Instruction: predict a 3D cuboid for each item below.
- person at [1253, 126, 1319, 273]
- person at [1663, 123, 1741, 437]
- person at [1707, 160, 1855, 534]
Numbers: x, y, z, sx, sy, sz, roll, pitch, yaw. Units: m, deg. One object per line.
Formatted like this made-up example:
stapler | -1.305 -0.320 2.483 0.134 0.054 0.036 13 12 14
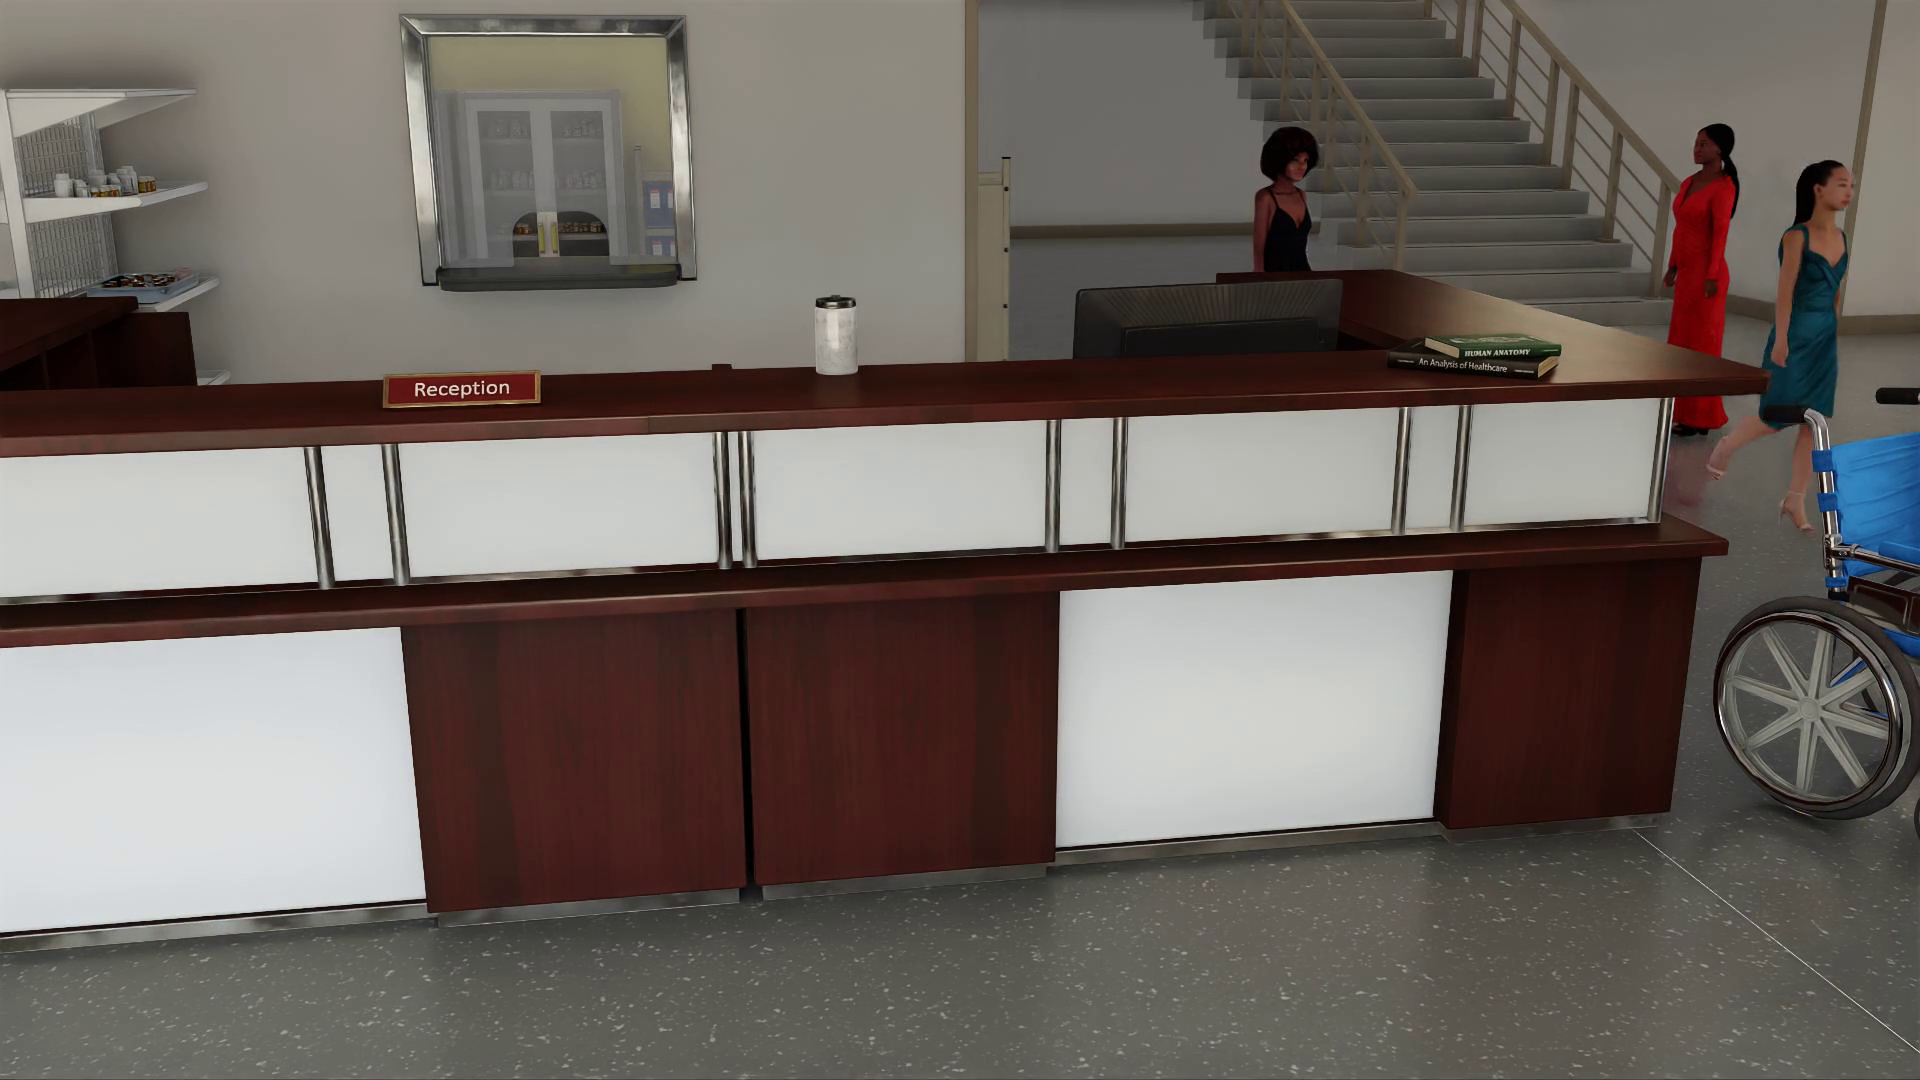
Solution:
person | 1.710 -1.322 9.006 0.657 1.788 0.686 -12 20 -37
person | 4.294 -1.496 9.633 0.727 1.783 0.566 -2 16 -6
person | 3.802 -0.880 7.663 0.637 1.667 0.899 -5 17 -19
